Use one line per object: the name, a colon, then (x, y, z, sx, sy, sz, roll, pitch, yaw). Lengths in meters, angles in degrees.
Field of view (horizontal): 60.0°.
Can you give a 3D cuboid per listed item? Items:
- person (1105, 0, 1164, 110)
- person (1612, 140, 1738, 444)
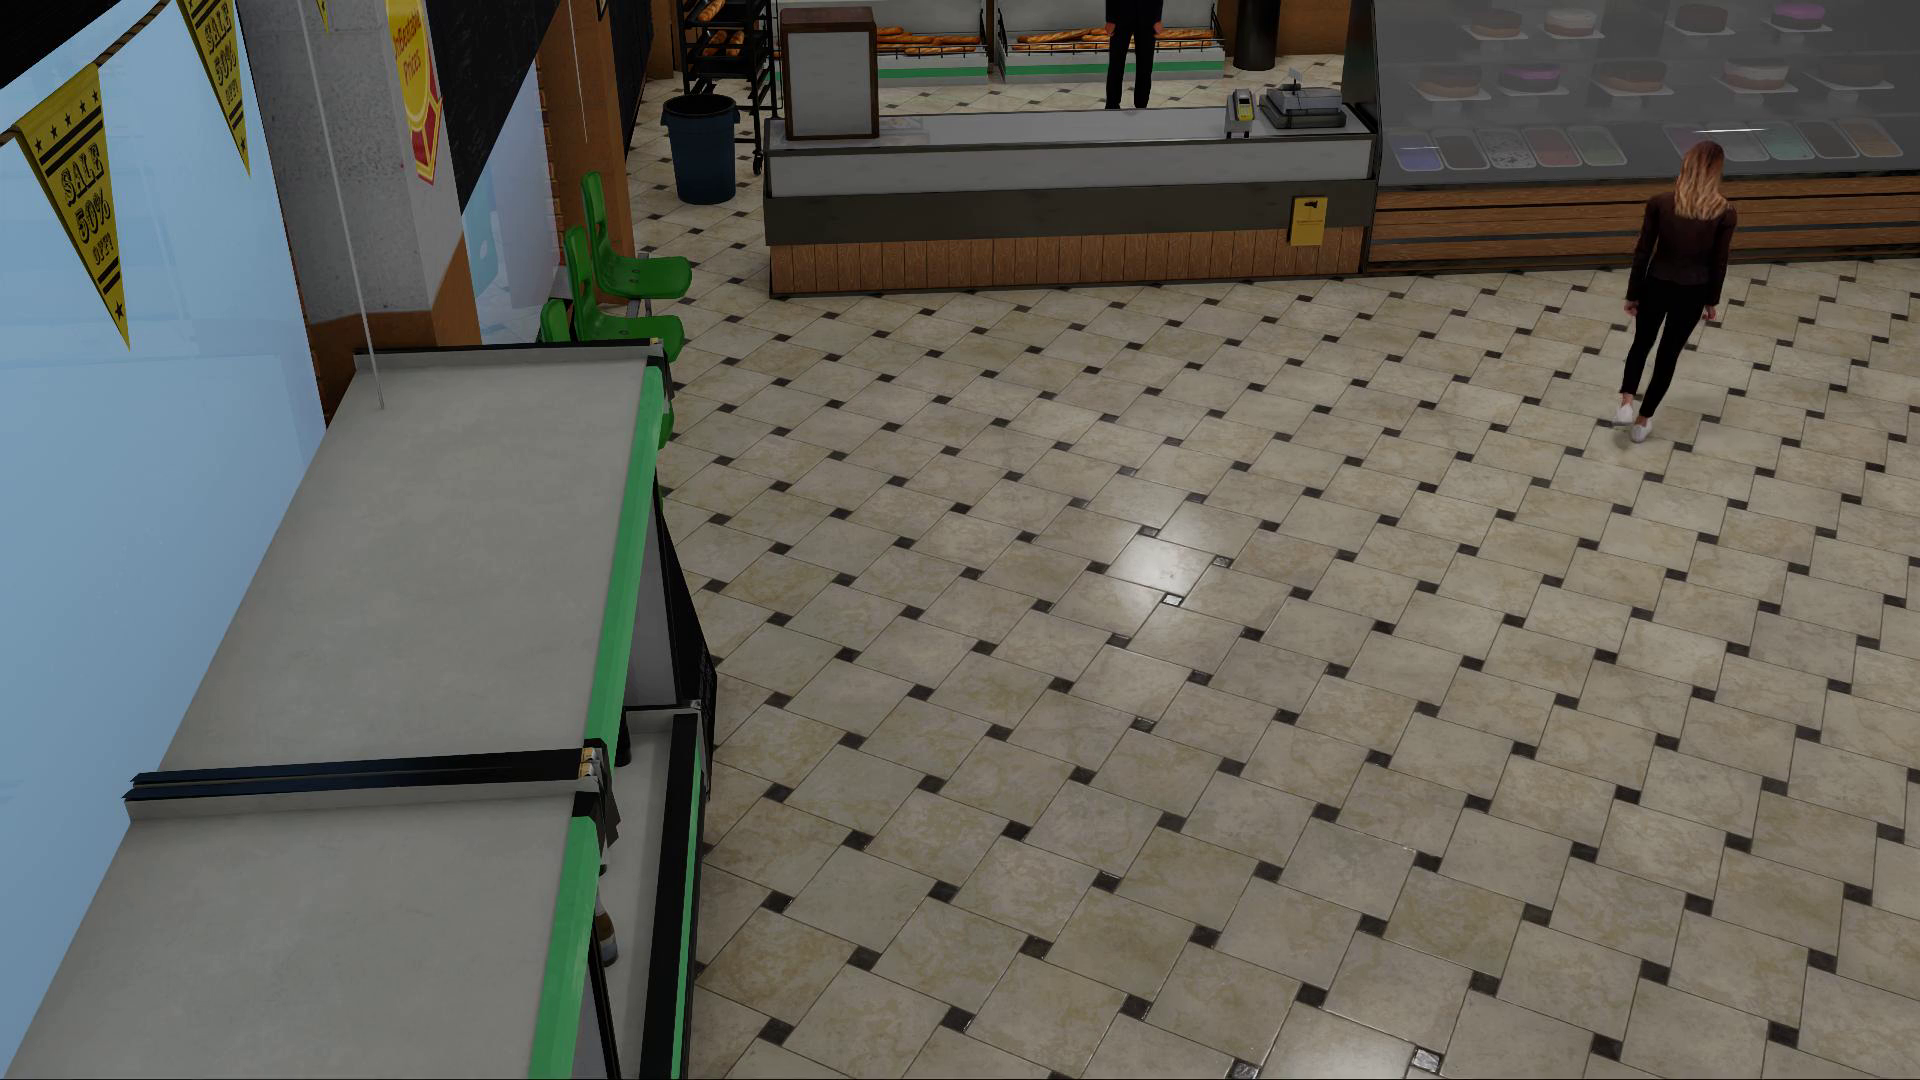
person: (1.415, -4.246, 13.478, 0.615, 1.868, 0.564, -3, 32, -4)
person: (3.773, -1.263, 8.850, 0.753, 1.692, 0.804, 17, 36, 26)
